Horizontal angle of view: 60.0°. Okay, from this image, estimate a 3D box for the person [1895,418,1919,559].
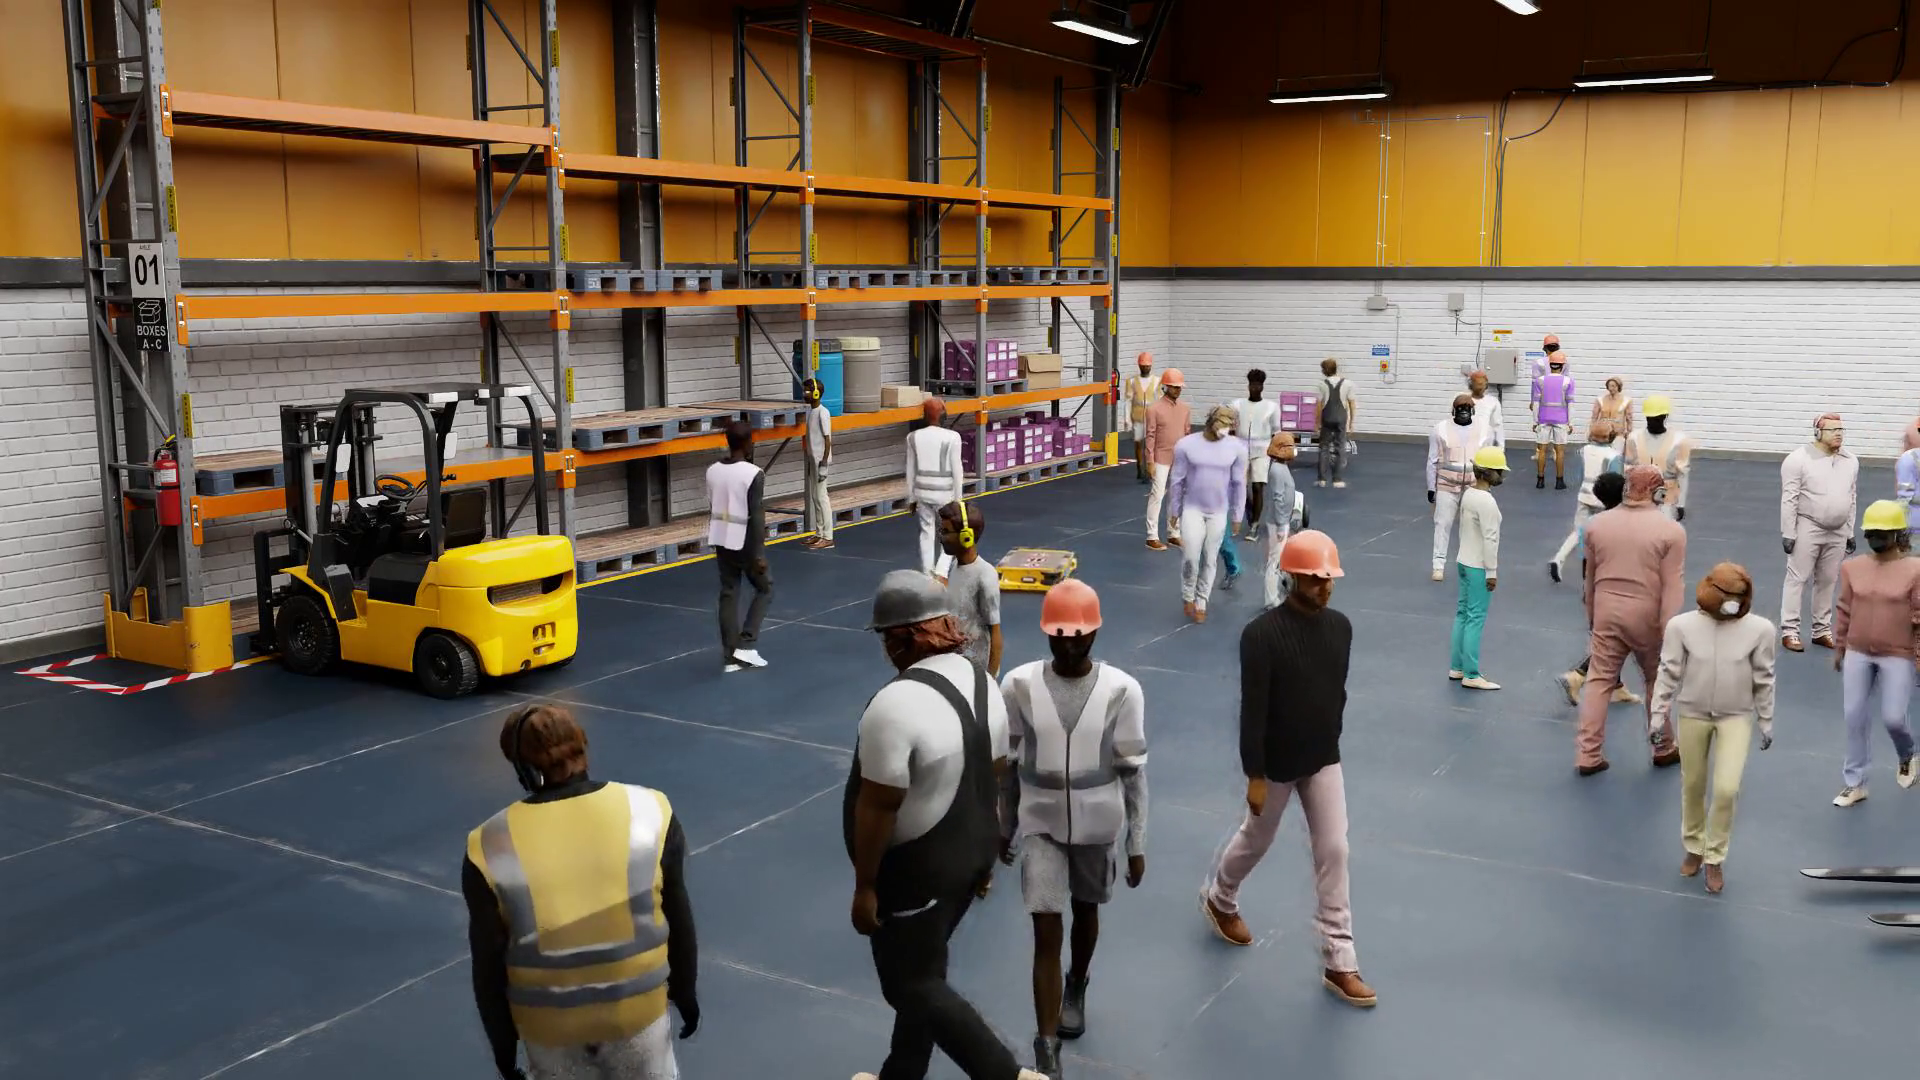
[{"bbox_3d":[7.785,-0.102,13.442,0.552,1.933,0.373,-5,11,-30],"label":"person"}]

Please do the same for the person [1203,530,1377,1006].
[{"bbox_3d":[1.402,0.906,7.132,0.623,1.955,1.023,-5,10,-26],"label":"person"}]

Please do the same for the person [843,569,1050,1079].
[{"bbox_3d":[-0.034,1.084,5.709,0.829,2.000,0.734,6,11,31],"label":"person"}]

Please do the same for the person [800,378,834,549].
[{"bbox_3d":[-1.566,-0.835,18.222,0.309,1.868,0.535,-3,10,-21],"label":"person"}]

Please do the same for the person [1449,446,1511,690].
[{"bbox_3d":[3.797,0.197,12.110,0.328,1.765,0.532,0,9,-2],"label":"person"}]

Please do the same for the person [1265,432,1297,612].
[{"bbox_3d":[2.811,-0.133,14.561,0.286,1.636,0.499,2,9,14],"label":"person"}]

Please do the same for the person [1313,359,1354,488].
[{"bbox_3d":[5.231,-1.621,23.311,0.557,1.817,0.400,1,9,9],"label":"person"}]

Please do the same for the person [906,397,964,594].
[{"bbox_3d":[-0.218,-0.395,15.453,0.602,1.872,0.413,4,10,26],"label":"person"}]

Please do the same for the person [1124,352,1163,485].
[{"bbox_3d":[2.657,-1.781,24.049,0.555,1.904,0.956,1,9,8],"label":"person"}]

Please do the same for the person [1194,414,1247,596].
[{"bbox_3d":[2.391,-0.359,15.478,0.607,1.805,0.800,5,10,29],"label":"person"}]

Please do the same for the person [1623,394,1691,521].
[{"bbox_3d":[6.404,-0.391,15.345,0.620,1.905,0.478,7,12,39],"label":"person"}]

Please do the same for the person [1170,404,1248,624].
[{"bbox_3d":[2.127,-0.214,14.223,0.643,1.907,0.477,0,9,3],"label":"person"}]

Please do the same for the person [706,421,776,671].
[{"bbox_3d":[-1.651,0.049,12.585,0.626,1.901,0.496,7,11,37],"label":"person"}]

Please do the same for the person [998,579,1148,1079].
[{"bbox_3d":[0.415,1.077,6.221,0.566,1.882,1.011,1,9,5],"label":"person"}]

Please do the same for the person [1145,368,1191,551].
[{"bbox_3d":[2.283,-0.877,18.131,0.617,1.986,0.408,-6,11,-33],"label":"person"}]

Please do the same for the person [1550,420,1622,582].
[{"bbox_3d":[6.111,-0.365,16.097,0.765,1.605,0.517,-5,10,-29],"label":"person"}]

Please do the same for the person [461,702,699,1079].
[{"bbox_3d":[-1.061,1.353,4.731,0.652,1.816,0.525,-3,9,-16],"label":"person"}]

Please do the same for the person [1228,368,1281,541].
[{"bbox_3d":[3.361,-0.992,18.967,0.611,1.947,0.747,4,10,24],"label":"person"}]

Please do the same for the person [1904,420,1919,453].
[{"bbox_3d":[9.519,-0.532,16.273,0.695,1.883,0.647,-5,10,-27],"label":"person"}]

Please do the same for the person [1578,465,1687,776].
[{"bbox_3d":[4.106,0.478,10.045,0.925,1.858,0.667,-7,12,-39],"label":"person"}]

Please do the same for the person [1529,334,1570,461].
[{"bbox_3d":[9.420,-2.268,26.628,0.608,2.044,0.371,0,9,-2],"label":"person"}]

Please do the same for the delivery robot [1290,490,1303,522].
[{"bbox_3d":[3.832,-0.421,19.437,0.477,0.478,0.707,2,9,13],"label":"delivery robot"}]

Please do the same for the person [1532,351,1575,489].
[{"bbox_3d":[8.294,-1.675,23.249,0.553,1.935,0.364,5,10,27],"label":"person"}]

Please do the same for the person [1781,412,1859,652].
[{"bbox_3d":[6.868,-0.063,13.275,0.641,1.913,0.407,-2,9,-10],"label":"person"}]

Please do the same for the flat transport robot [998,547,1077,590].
[{"bbox_3d":[0.742,0.276,16.263,0.652,0.197,1.431,2,9,10],"label":"flat transport robot"}]

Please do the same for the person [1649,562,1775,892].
[{"bbox_3d":[3.668,0.907,8.131,0.556,1.610,0.602,5,10,27],"label":"person"}]

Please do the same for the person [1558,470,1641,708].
[{"bbox_3d":[4.441,0.355,11.409,0.689,1.666,0.540,-2,9,-12],"label":"person"}]

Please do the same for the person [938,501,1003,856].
[{"bbox_3d":[0.042,0.724,8.523,0.313,1.858,0.530,-4,10,-23],"label":"person"}]

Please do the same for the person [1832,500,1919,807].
[{"bbox_3d":[5.220,0.634,9.396,0.521,1.755,0.533,-8,12,-40],"label":"person"}]

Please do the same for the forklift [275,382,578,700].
[{"bbox_3d":[-3.974,-0.067,12.417,2.313,2.155,1.214,5,11,30],"label":"forklift"}]

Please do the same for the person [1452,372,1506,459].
[{"bbox_3d":[6.177,-1.075,19.805,0.597,1.834,0.962,-1,9,-3],"label":"person"}]

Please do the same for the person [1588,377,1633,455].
[{"bbox_3d":[8.760,-1.387,22.445,0.518,1.616,0.626,7,11,36],"label":"person"}]

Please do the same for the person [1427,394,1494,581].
[{"bbox_3d":[4.891,-0.509,16.276,0.636,1.840,0.429,1,9,7],"label":"person"}]
